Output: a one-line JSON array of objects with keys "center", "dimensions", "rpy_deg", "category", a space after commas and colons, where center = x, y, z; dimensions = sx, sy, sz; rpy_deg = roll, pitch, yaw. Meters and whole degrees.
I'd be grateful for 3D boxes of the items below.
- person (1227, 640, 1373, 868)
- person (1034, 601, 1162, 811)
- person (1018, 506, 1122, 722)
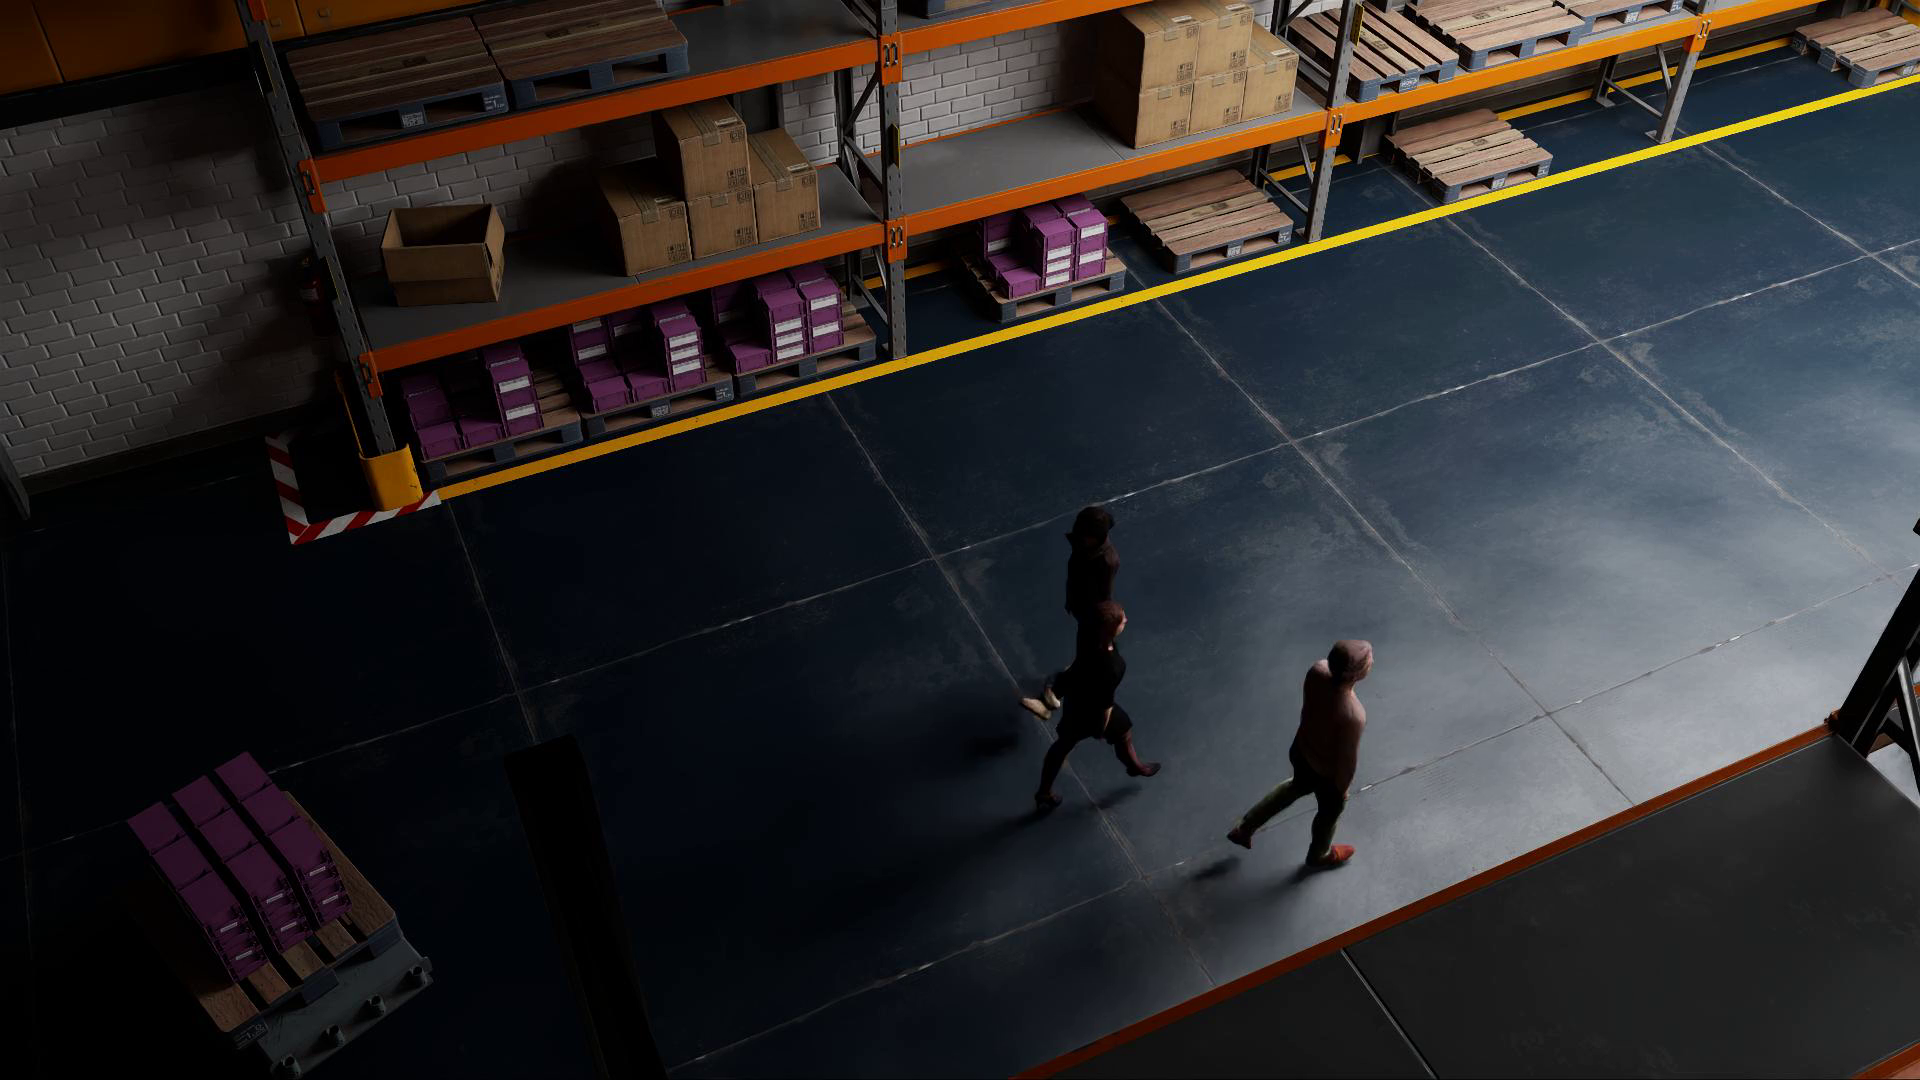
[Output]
[{"center": [1.937, 1.253, 9.282], "dimensions": [1.016, 1.857, 0.712], "rpy_deg": [-15, 45, -15], "category": "person"}, {"center": [0.695, 1.005, 9.685], "dimensions": [1.049, 1.659, 0.605], "rpy_deg": [-17, 46, -17], "category": "person"}, {"center": [0.663, 0.475, 10.262], "dimensions": [1.005, 1.630, 0.628], "rpy_deg": [-20, 47, -20], "category": "person"}]
